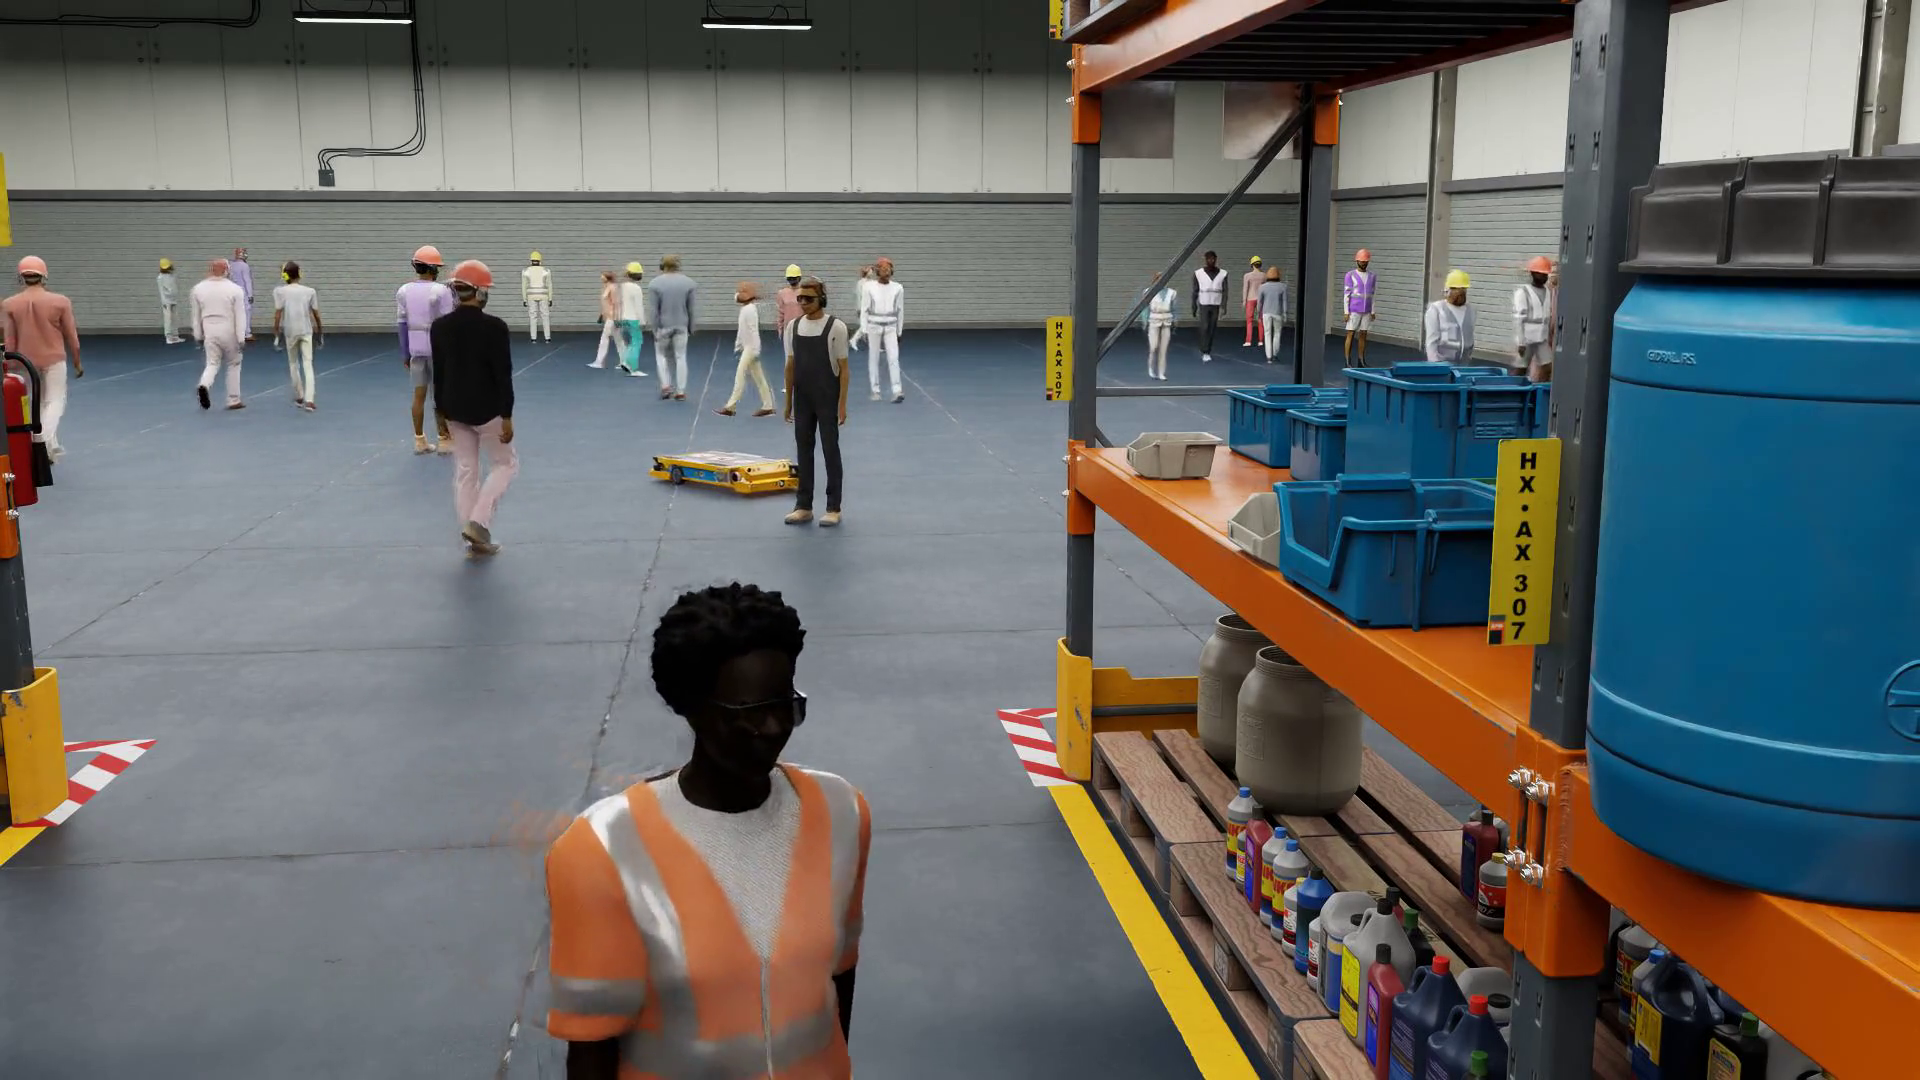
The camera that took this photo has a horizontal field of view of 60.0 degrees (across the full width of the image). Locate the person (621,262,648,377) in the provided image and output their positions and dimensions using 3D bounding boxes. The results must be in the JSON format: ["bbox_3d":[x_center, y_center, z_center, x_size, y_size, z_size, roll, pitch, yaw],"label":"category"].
[{"bbox_3d":[-4.937,-3.356,25.361,0.367,1.750,0.542,-7,12,-33],"label":"person"}]

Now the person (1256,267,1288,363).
[{"bbox_3d":[5.338,-3.856,28.484,0.527,1.597,0.777,1,10,8],"label":"person"}]

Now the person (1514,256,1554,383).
[{"bbox_3d":[6.685,-2.303,19.171,0.578,1.894,0.927,-4,11,-21],"label":"person"}]

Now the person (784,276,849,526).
[{"bbox_3d":[-1.069,-1.024,12.325,0.517,1.842,0.327,4,11,23],"label":"person"}]

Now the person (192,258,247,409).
[{"bbox_3d":[-9.075,-2.506,20.368,0.649,1.880,0.739,1,10,3],"label":"person"}]

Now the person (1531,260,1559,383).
[{"bbox_3d":[7.374,-2.555,20.748,0.691,1.859,1.015,2,11,12],"label":"person"}]

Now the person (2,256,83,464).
[{"bbox_3d":[-8.714,-1.708,15.768,0.612,1.962,0.912,-1,10,-8],"label":"person"}]

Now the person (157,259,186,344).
[{"bbox_3d":[-15.791,-4.780,33.317,0.419,1.698,0.660,3,11,15],"label":"person"}]

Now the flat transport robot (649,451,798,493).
[{"bbox_3d":[-1.996,-0.604,14.337,1.431,0.197,0.652,10,14,43],"label":"flat transport robot"}]

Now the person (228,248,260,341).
[{"bbox_3d":[-14.725,-5.038,34.170,0.646,1.904,0.401,7,12,32],"label":"person"}]

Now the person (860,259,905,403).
[{"bbox_3d":[-0.984,-2.679,21.411,0.599,1.840,0.950,-3,11,-14],"label":"person"}]

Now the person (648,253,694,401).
[{"bbox_3d":[-3.767,-2.769,21.701,0.643,1.919,0.623,-5,11,-25],"label":"person"}]

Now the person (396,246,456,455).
[{"bbox_3d":[-5.186,-1.851,16.312,0.614,2.041,0.393,3,11,17],"label":"person"}]

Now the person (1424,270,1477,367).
[{"bbox_3d":[4.829,-1.710,16.197,0.600,1.804,0.763,-3,11,-15],"label":"person"}]

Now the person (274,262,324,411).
[{"bbox_3d":[-8.216,-2.520,20.636,0.569,1.812,1.013,-4,11,-23],"label":"person"}]

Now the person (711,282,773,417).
[{"bbox_3d":[-2.582,-2.233,19.633,0.814,1.595,0.521,-3,11,-15],"label":"person"}]

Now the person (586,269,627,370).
[{"bbox_3d":[-5.700,-3.541,26.746,0.814,1.607,0.511,-4,11,-21],"label":"person"}]

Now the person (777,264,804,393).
[{"bbox_3d":[-2.255,-2.882,22.756,0.519,1.757,0.343,2,11,12],"label":"person"}]

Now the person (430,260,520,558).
[{"bbox_3d":[-3.193,-0.850,10.991,0.642,1.979,0.434,3,11,18],"label":"person"}]

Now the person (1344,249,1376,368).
[{"bbox_3d":[6.433,-3.693,26.704,0.552,1.933,0.368,-3,11,-16],"label":"person"}]

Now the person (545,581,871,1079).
[{"bbox_3d":[-0.381,0.858,2.499,0.529,1.661,0.834,-7,12,-32],"label":"person"}]

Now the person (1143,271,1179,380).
[{"bbox_3d":[2.997,-3.194,24.797,0.545,1.623,0.371,-2,11,-12],"label":"person"}]

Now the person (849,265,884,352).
[{"bbox_3d":[-1.765,-4.310,30.975,0.761,1.611,0.523,5,12,26],"label":"person"}]

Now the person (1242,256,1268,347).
[{"bbox_3d":[5.751,-4.650,32.445,0.524,1.761,0.332,-3,11,-15],"label":"person"}]

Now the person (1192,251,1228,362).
[{"bbox_3d":[4.310,-3.999,28.524,0.581,1.880,0.810,-1,10,-6],"label":"person"}]

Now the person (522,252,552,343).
[{"bbox_3d":[-8.474,-4.856,33.363,0.591,1.834,0.404,-2,11,-12],"label":"person"}]
